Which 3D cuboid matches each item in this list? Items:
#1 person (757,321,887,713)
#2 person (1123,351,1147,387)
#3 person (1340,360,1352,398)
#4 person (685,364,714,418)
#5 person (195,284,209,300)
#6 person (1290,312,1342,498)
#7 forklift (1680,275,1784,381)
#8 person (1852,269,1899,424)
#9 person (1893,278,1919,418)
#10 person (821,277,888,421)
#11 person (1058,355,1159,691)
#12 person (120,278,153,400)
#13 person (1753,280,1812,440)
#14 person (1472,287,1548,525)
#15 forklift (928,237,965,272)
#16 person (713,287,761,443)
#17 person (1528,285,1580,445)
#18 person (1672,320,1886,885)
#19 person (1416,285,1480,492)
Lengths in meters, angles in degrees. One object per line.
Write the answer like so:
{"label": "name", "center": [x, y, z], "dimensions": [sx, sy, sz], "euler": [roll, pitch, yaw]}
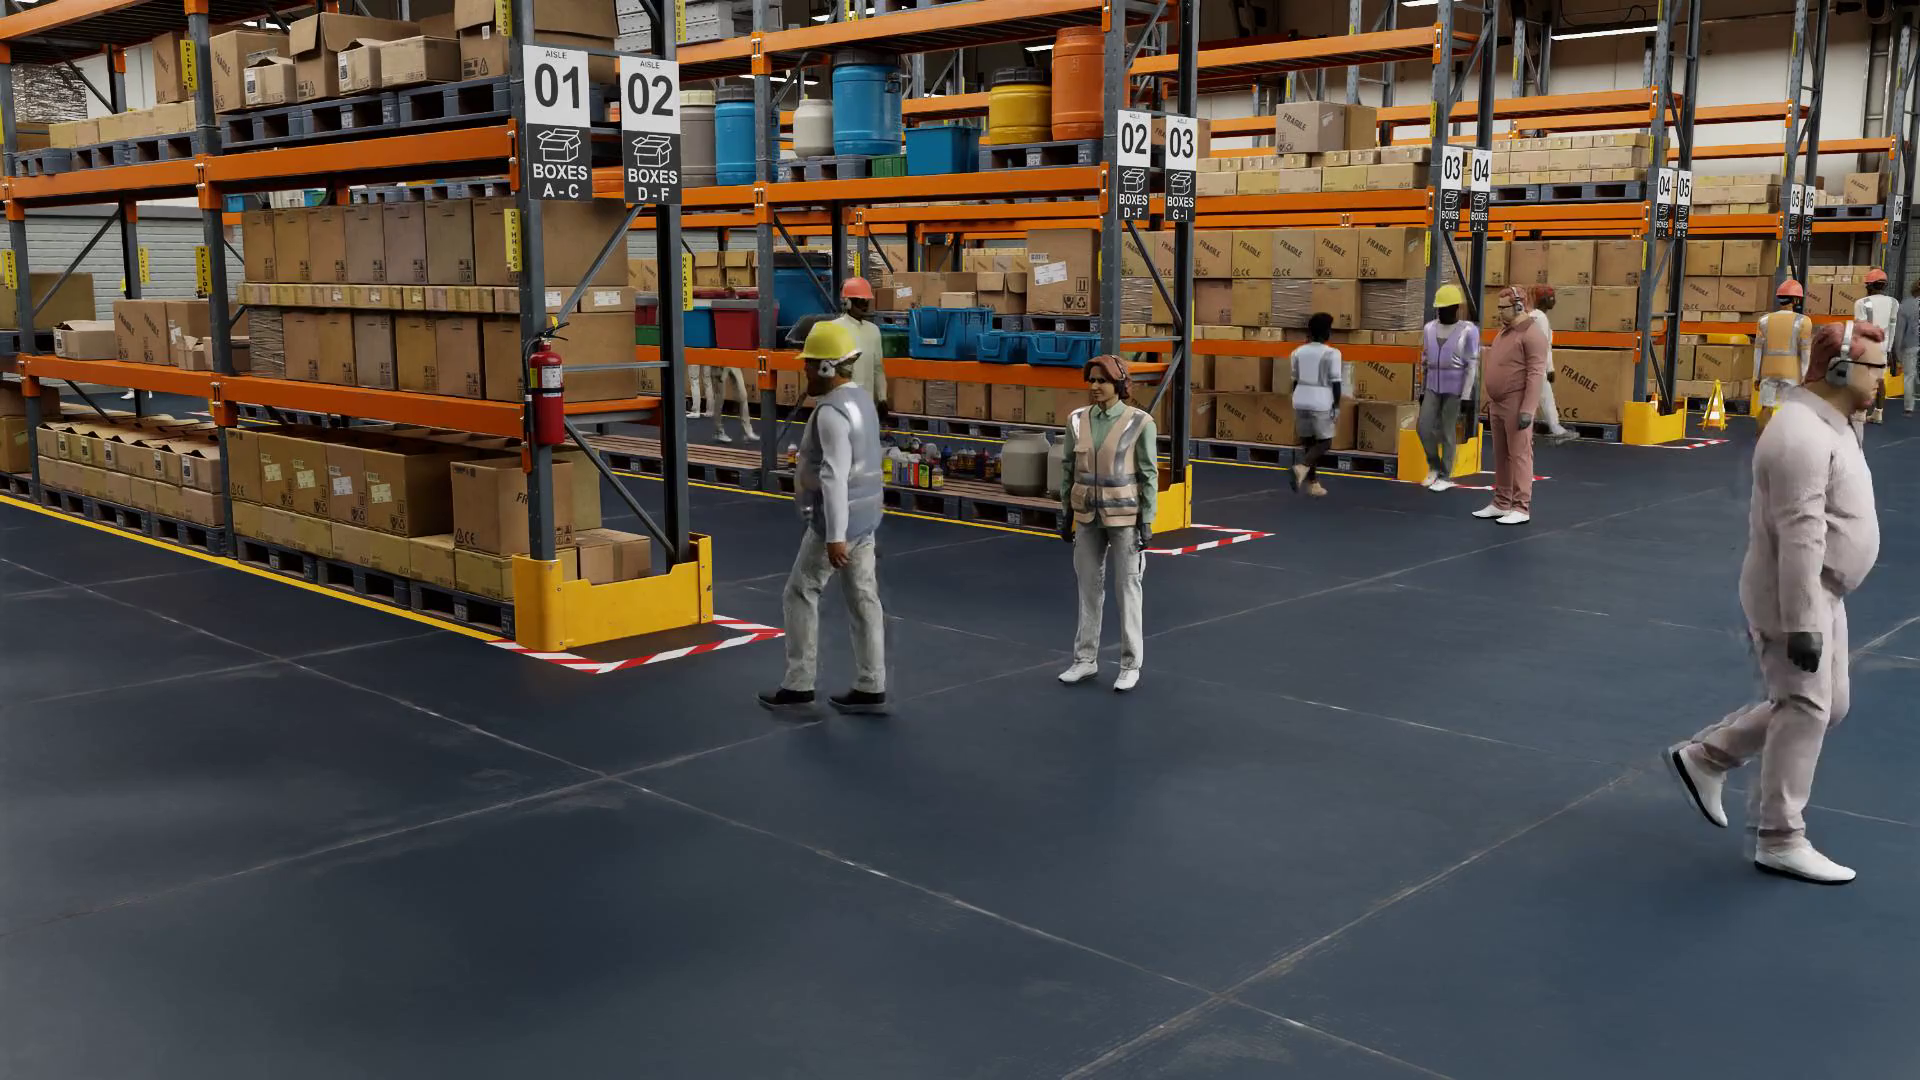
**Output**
{"label": "person", "center": [-0.657, -0.096, 7.680], "dimensions": [0.735, 1.803, 0.613], "euler": [2, 10, 14]}
{"label": "person", "center": [2.378, -2.521, 23.234], "dimensions": [0.870, 1.581, 0.518], "euler": [7, 12, 38]}
{"label": "person", "center": [4.924, -2.397, 21.598], "dimensions": [0.574, 1.869, 0.469], "euler": [-9, 13, -42]}
{"label": "person", "center": [-3.608, -2.498, 22.944], "dimensions": [0.509, 1.632, 0.266], "euler": [-8, 12, -41]}
{"label": "person", "center": [-12.824, -3.466, 28.285], "dimensions": [0.587, 1.828, 0.404], "euler": [-6, 11, -30]}
{"label": "person", "center": [3.113, -1.187, 14.798], "dimensions": [0.638, 1.676, 0.535], "euler": [-8, 12, -42]}
{"label": "forklift", "center": [12.480, -3.427, 27.053], "dimensions": [1.214, 2.155, 2.313], "euler": [9, 13, 43]}
{"label": "person", "center": [12.110, -2.567, 22.115], "dimensions": [0.606, 2.044, 0.373], "euler": [-2, 9, -9]}
{"label": "person", "center": [13.238, -2.646, 22.977], "dimensions": [0.630, 1.918, 0.585], "euler": [2, 10, 14]}
{"label": "person", "center": [-0.815, -1.152, 13.615], "dimensions": [0.518, 1.980, 0.644], "euler": [8, 12, 40]}
{"label": "person", "center": [0.724, -0.086, 8.138], "dimensions": [0.520, 1.639, 0.312], "euler": [6, 11, 34]}
{"label": "person", "center": [-12.977, -3.162, 26.146], "dimensions": [0.585, 1.917, 0.380], "euler": [2, 9, 12]}
{"label": "person", "center": [8.507, -1.713, 17.205], "dimensions": [0.368, 1.933, 0.552], "euler": [-9, 13, -44]}
{"label": "person", "center": [4.449, -1.085, 13.468], "dimensions": [0.406, 1.901, 0.639], "euler": [-2, 9, -10]}
{"label": "forklift", "center": [-0.326, -5.817, 39.609], "dimensions": [1.129, 2.768, 1.873], "euler": [9, 13, 43]}
{"label": "person", "center": [-2.656, -2.035, 19.486], "dimensions": [0.884, 1.831, 0.542], "euler": [9, 13, 43]}
{"label": "person", "center": [6.796, -2.001, 19.220], "dimensions": [0.915, 1.844, 0.611], "euler": [2, 9, 12]}
{"label": "person", "center": [2.809, 0.194, 5.674], "dimensions": [0.545, 1.886, 0.673], "euler": [7, 11, 35]}
{"label": "person", "center": [4.462, -1.387, 15.297], "dimensions": [0.446, 1.901, 0.608], "euler": [-8, 13, -42]}
